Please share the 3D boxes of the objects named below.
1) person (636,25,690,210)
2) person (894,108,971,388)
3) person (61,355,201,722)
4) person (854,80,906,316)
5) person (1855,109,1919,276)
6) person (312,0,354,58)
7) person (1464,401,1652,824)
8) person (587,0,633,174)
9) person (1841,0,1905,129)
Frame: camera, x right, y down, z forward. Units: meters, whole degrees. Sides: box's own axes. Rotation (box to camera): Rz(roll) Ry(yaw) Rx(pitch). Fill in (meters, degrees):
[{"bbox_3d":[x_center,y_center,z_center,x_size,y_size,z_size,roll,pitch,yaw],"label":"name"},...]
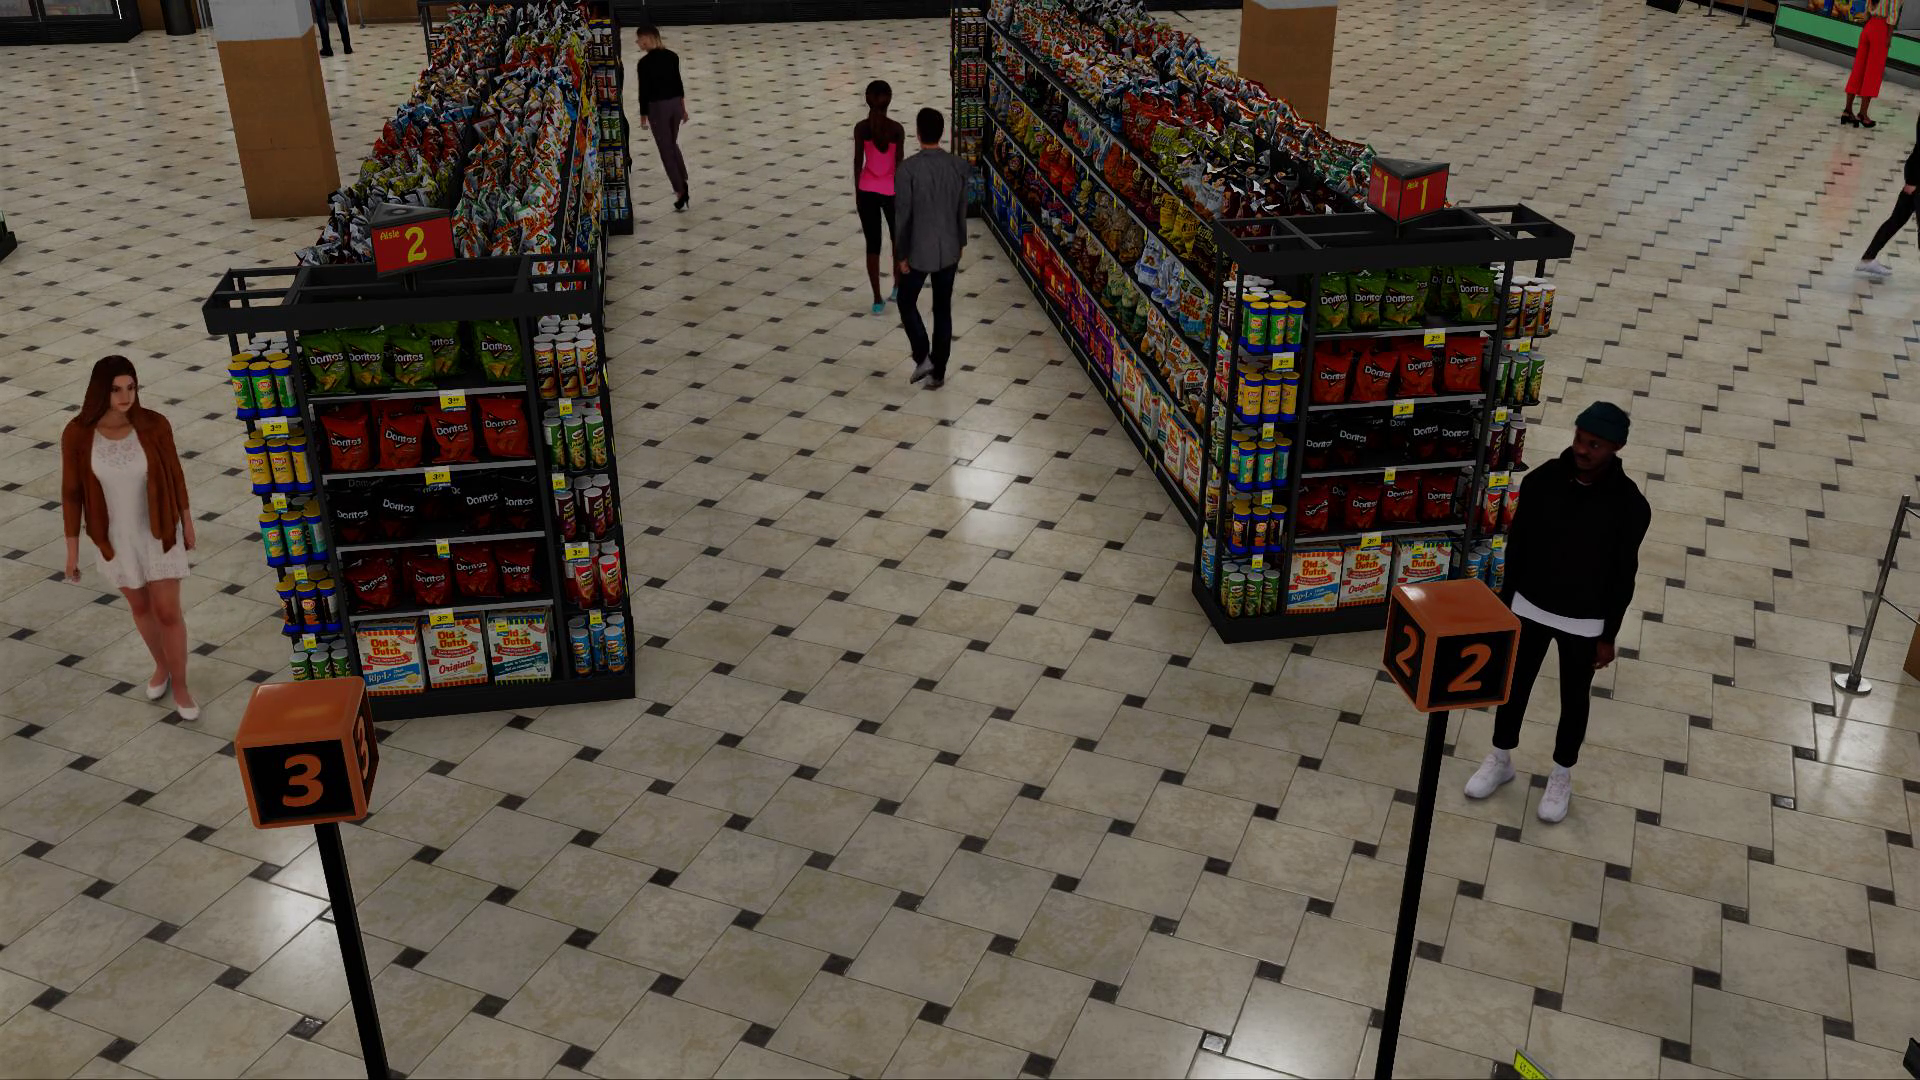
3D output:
[{"bbox_3d":[-2.565,-3.728,14.778,0.744,1.644,0.787,-23,35,-38],"label":"person"},{"bbox_3d":[-0.159,-1.817,10.853,0.742,1.786,0.811,-9,28,-17],"label":"person"},{"bbox_3d":[-3.705,-0.059,7.494,0.726,1.688,0.830,-7,28,-13],"label":"person"},{"bbox_3d":[-0.607,-2.499,12.285,0.641,1.707,0.792,1,27,2],"label":"person"},{"bbox_3d":[7.428,-2.836,13.007,1.065,1.654,1.014,17,32,30],"label":"person"},{"bbox_3d":[-8.177,-7.217,21.371,0.763,1.904,0.742,-17,32,-30],"label":"person"},{"bbox_3d":[2.426,0.275,6.695,0.754,1.816,0.814,18,32,31],"label":"person"},{"bbox_3d":[-3.384,-4.461,16.005,0.785,1.841,0.656,-15,31,-27],"label":"person"},{"bbox_3d":[9.801,-5.350,17.811,0.680,1.793,0.487,-7,28,-13],"label":"person"}]
